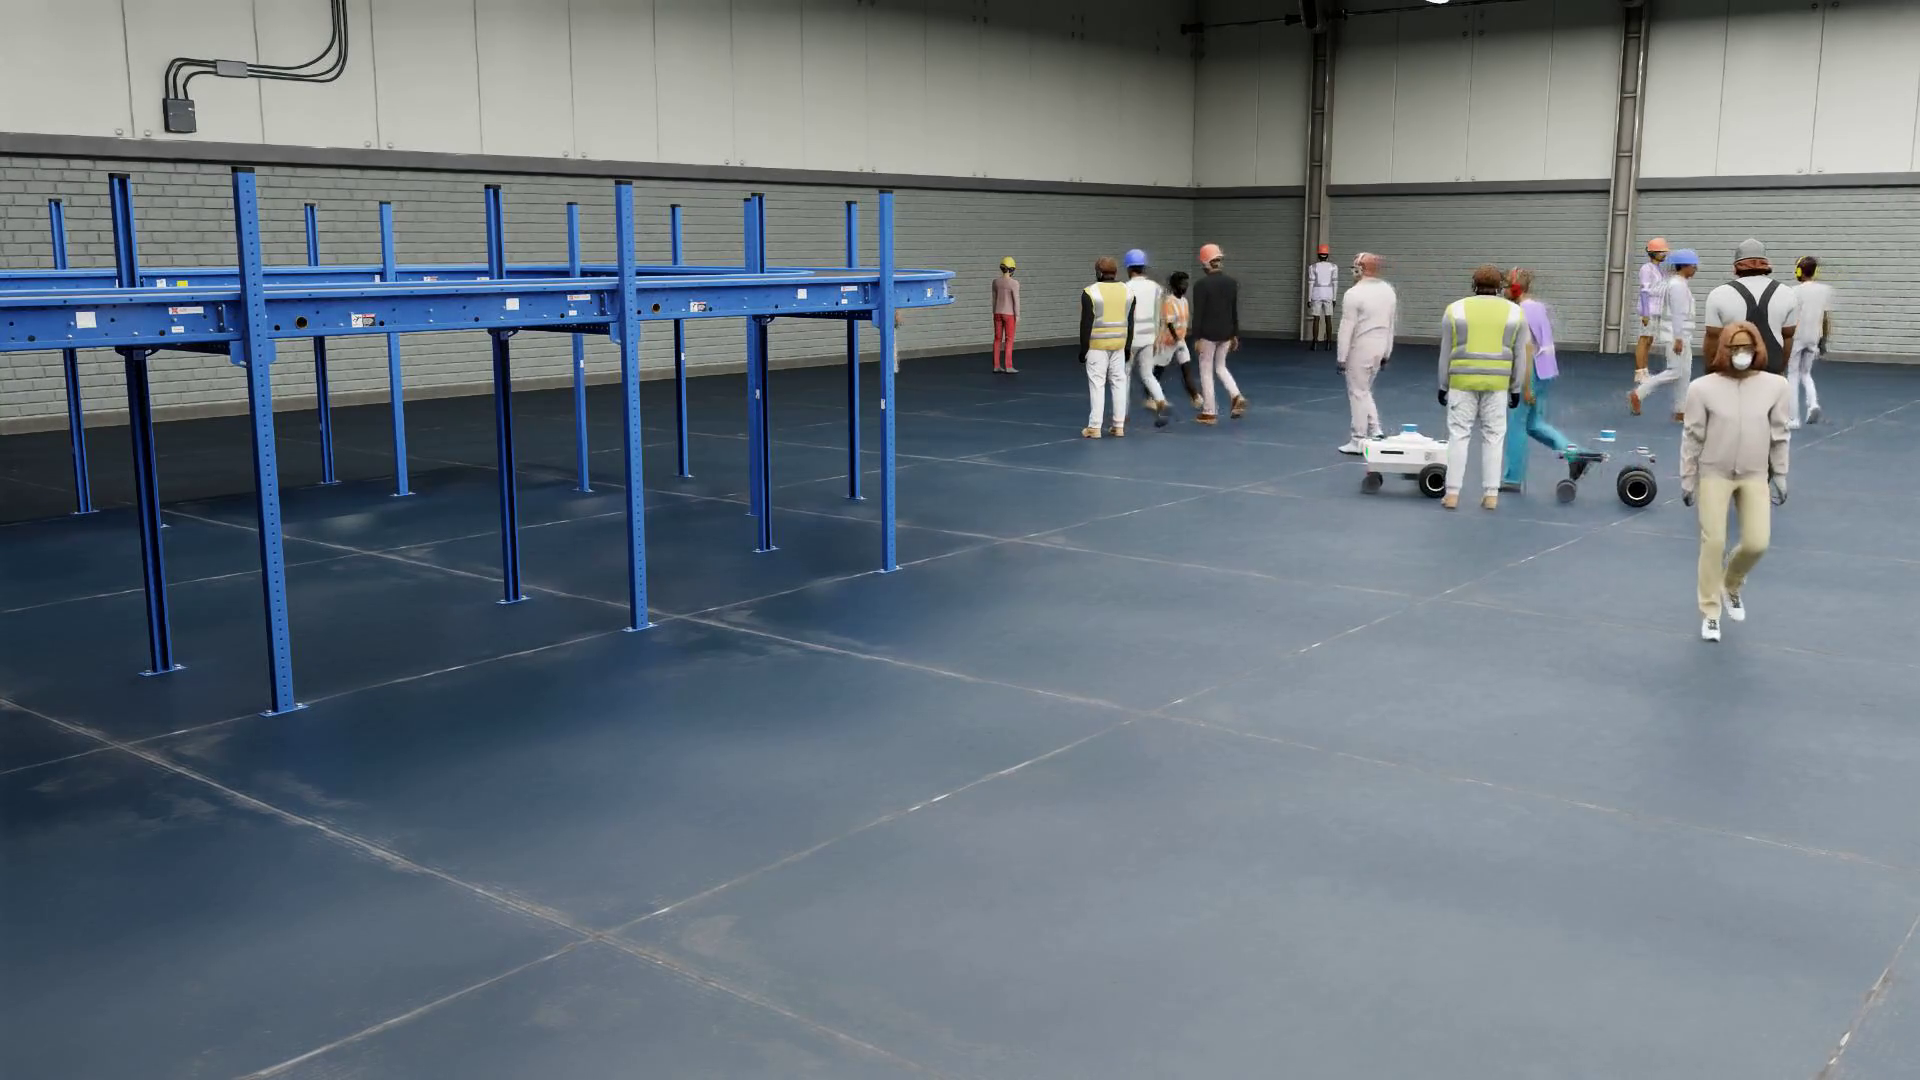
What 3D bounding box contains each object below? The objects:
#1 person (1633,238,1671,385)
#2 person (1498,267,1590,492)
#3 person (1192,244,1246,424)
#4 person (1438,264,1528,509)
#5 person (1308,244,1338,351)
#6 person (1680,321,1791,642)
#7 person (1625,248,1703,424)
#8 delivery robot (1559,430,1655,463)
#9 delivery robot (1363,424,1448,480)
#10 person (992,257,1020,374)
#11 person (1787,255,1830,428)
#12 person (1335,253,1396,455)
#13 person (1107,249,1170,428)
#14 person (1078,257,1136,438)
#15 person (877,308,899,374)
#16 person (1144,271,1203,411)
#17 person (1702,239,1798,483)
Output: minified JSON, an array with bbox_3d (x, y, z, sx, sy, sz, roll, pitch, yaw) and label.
[{"bbox_3d":[9.731,-3.210,23.376,0.380,2.045,0.605,8,13,37],"label":"person"},{"bbox_3d":[4.631,-1.269,13.289,0.697,1.809,0.587,6,12,31],"label":"person"},{"bbox_3d":[2.823,-2.252,18.266,0.629,1.972,0.570,-6,12,-31],"label":"person"},{"bbox_3d":[3.950,-1.161,12.614,0.634,1.839,0.429,2,10,10],"label":"person"},{"bbox_3d":[6.670,-4.469,30.646,0.543,1.938,0.357,0,10,0],"label":"person"},{"bbox_3d":[3.916,-0.302,8.440,0.518,1.617,0.395,2,10,13],"label":"person"},{"bbox_3d":[7.846,-2.245,18.348,0.723,1.931,0.615,6,12,31],"label":"person"},{"bbox_3d":[5.040,-0.738,12.943,0.698,0.223,0.335,4,11,21],"label":"delivery robot"},{"bbox_3d":[3.618,-0.691,13.402,0.707,0.478,0.477,4,11,18],"label":"delivery robot"},{"bbox_3d":[0.708,-3.423,25.354,0.517,1.757,0.336,8,13,39],"label":"person"},{"bbox_3d":[9.071,-2.122,17.886,0.540,1.848,0.437,-1,10,-3],"label":"person"},{"bbox_3d":[3.794,-1.760,15.738,0.670,1.894,0.431,-8,13,-37],"label":"person"},{"bbox_3d":[1.932,-2.156,17.866,0.626,1.925,0.816,-6,12,-32],"label":"person"},{"bbox_3d":[1.493,-1.982,17.135,0.635,1.840,0.429,-5,11,-25],"label":"person"},{"bbox_3d":[-1.123,-3.306,25.074,0.507,1.621,0.543,-4,11,-23],"label":"person"},{"bbox_3d":[2.550,-2.323,19.537,0.867,1.638,0.535,8,13,38],"label":"person"},{"bbox_3d":[6.200,-1.349,13.191,0.677,2.000,0.536,1,10,8],"label":"person"}]
